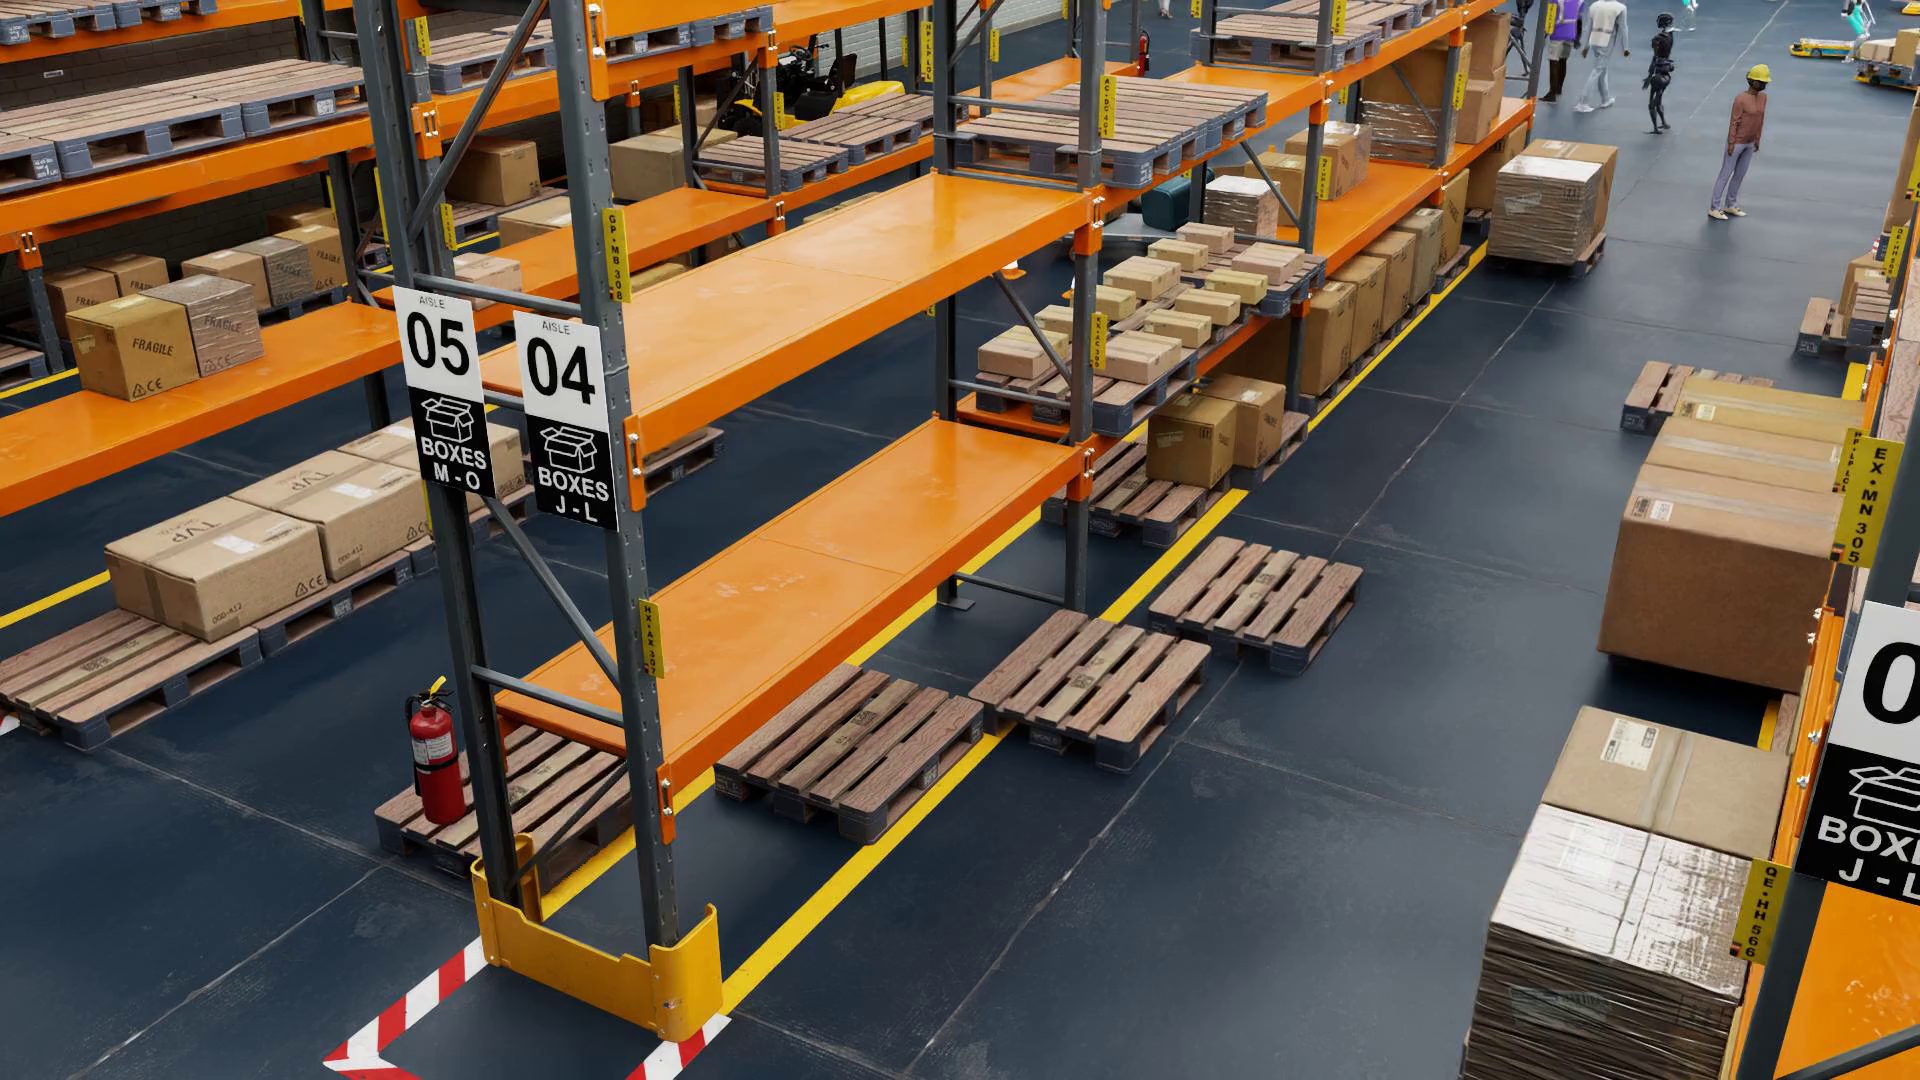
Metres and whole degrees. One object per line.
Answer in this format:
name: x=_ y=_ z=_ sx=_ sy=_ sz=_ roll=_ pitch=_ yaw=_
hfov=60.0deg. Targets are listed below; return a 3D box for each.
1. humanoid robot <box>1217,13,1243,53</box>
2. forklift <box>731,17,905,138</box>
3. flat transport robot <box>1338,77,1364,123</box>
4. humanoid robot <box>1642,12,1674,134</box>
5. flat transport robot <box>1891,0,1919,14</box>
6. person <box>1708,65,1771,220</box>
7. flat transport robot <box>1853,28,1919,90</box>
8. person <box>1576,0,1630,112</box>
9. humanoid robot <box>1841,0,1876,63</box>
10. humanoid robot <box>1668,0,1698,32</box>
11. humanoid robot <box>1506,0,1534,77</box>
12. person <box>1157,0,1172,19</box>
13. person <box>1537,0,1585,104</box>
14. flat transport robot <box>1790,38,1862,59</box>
humanoid robot: x=3.837 y=-6.647 z=23.534 sx=0.588 sy=1.637 sz=0.581 roll=15 pitch=29 yaw=28
forklift: x=-1.819 y=-5.975 z=21.543 sx=2.313 sy=2.155 sz=1.214 roll=14 pitch=29 yaw=26
flat transport robot: x=6.119 y=-5.866 z=23.532 sx=1.431 sy=0.231 sz=0.659 roll=0 pitch=26 yaw=0
humanoid robot: x=9.846 y=-6.541 z=23.325 sx=0.394 sy=1.641 sz=0.614 roll=20 pitch=32 yaw=35
flat transport robot: x=19.788 y=-10.939 z=34.071 sx=0.659 sy=0.231 sz=1.431 roll=17 pitch=31 yaw=32
person: x=9.021 y=-4.573 z=19.132 sx=0.518 sy=1.758 sz=0.341 roll=-14 pitch=29 yaw=-26
flat transport robot: x=15.223 y=-7.381 z=26.678 sx=0.659 sy=0.231 sz=1.431 roll=-11 pitch=28 yaw=-22
person: x=9.611 y=-7.378 z=24.843 sx=0.986 sy=1.859 sz=0.606 roll=-14 pitch=29 yaw=-26
humanoid robot: x=15.465 y=-9.087 z=28.507 sx=0.538 sy=1.764 sz=0.731 roll=-18 pitch=31 yaw=-32
humanoid robot: x=13.818 y=-10.523 z=31.519 sx=0.588 sy=1.771 sz=0.861 roll=-10 pitch=27 yaw=-19
humanoid robot: x=9.185 y=-8.438 z=27.311 sx=0.783 sy=1.615 sz=0.611 roll=10 pitch=27 yaw=20
person: x=4.076 y=-11.343 z=33.048 sx=0.648 sy=1.901 sz=0.799 roll=7 pitch=26 yaw=13
person: x=9.191 y=-7.702 z=25.451 sx=0.690 sy=1.920 sz=0.712 roll=-10 pitch=27 yaw=-20
flat transport robot: x=15.421 y=-8.634 z=29.282 sx=1.431 sy=0.231 sz=0.659 roll=10 pitch=27 yaw=20
